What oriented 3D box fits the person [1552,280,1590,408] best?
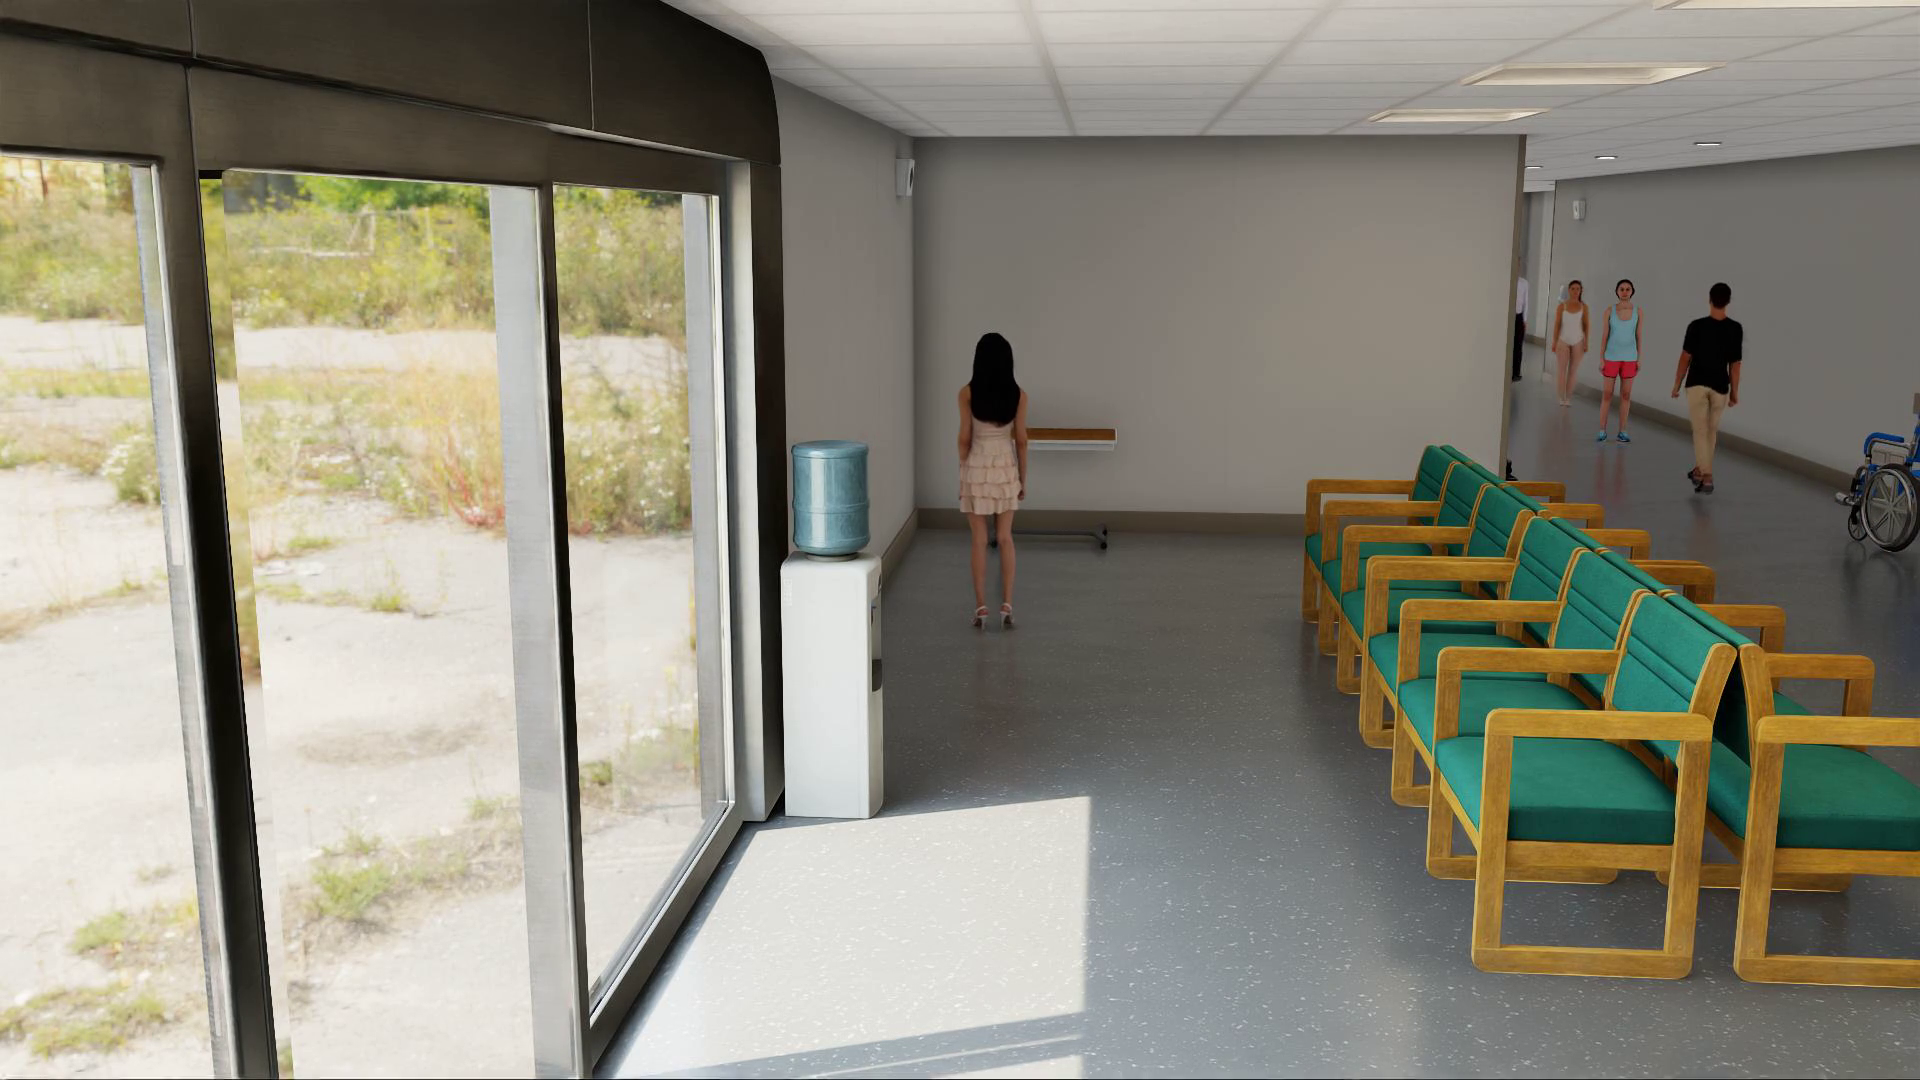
[{"bbox_3d":[7.887,-2.531,21.526,0.679,1.629,0.678,2,11,10],"label":"person"}]

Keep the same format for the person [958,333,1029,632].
[{"bbox_3d":[0.182,-0.334,9.670,0.516,1.733,0.664,-2,11,-9],"label":"person"}]

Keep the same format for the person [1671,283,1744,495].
[{"bbox_3d":[6.468,-1.259,14.349,1.087,1.807,0.692,1,11,5],"label":"person"}]

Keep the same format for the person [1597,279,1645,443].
[{"bbox_3d":[7.184,-1.949,18.099,0.534,1.765,0.677,2,11,11],"label":"person"}]
